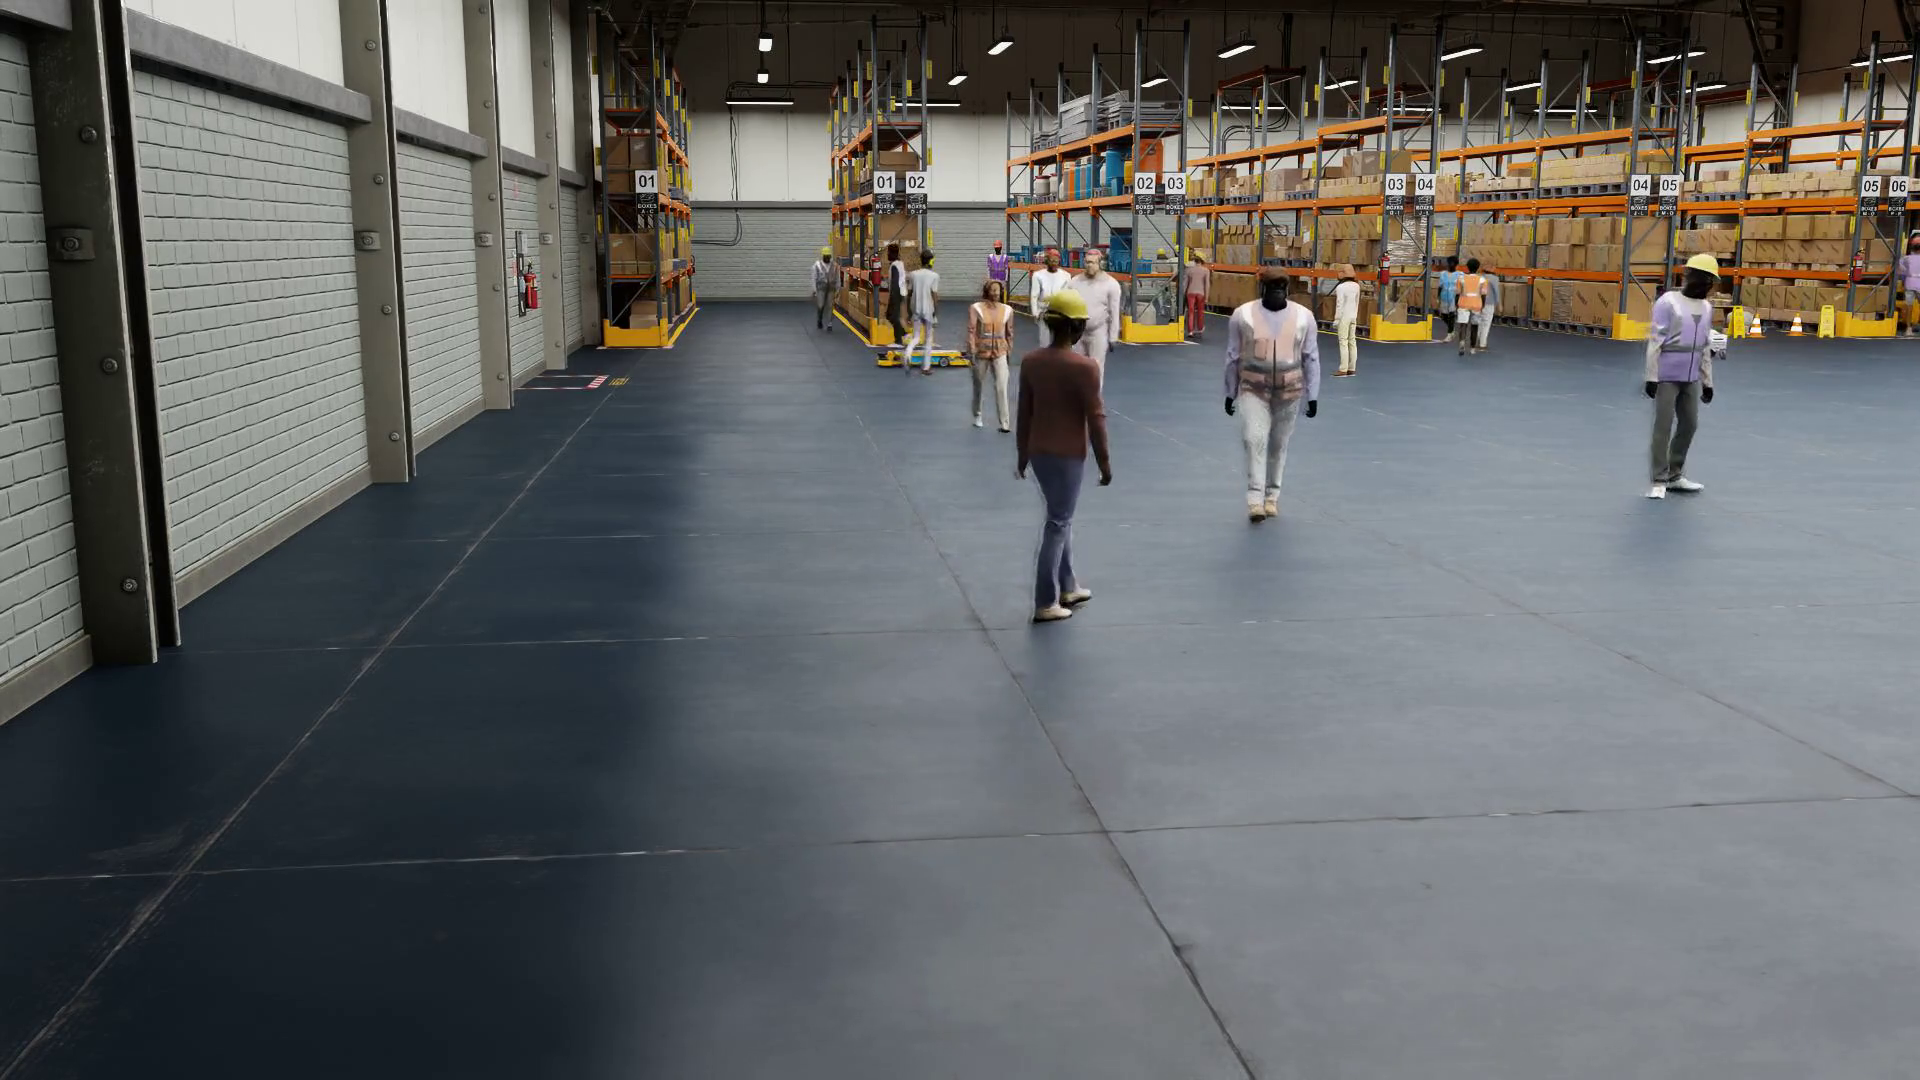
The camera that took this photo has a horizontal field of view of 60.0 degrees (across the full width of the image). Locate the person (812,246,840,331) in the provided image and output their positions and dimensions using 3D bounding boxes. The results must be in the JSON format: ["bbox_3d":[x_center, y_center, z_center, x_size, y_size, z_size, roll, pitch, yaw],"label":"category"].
[{"bbox_3d":[-2.873,-5.405,35.813,0.614,1.822,0.413,-3,11,-16],"label":"person"}]

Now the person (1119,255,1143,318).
[{"bbox_3d":[4.114,-6.253,40.151,0.627,1.940,0.377,-2,10,-10],"label":"person"}]

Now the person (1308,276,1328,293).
[{"bbox_3d":[10.486,-7.766,48.542,0.653,1.905,0.486,6,12,28],"label":"person"}]

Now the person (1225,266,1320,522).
[{"bbox_3d":[2.229,-1.020,11.810,0.660,1.807,0.872,1,10,3],"label":"person"}]

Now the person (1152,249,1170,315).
[{"bbox_3d":[5.234,-6.704,43.240,0.502,1.715,0.735,-2,11,-12],"label":"person"}]

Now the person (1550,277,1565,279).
[{"bbox_3d":[17.876,-7.866,49.373,0.680,1.808,0.471,4,11,23],"label":"person"}]

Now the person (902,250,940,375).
[{"bbox_3d":[-0.571,-3.289,24.185,0.553,1.839,0.731,5,11,24],"label":"person"}]

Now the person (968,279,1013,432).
[{"bbox_3d":[0.312,-1.957,17.555,0.514,1.595,0.869,-2,11,-11],"label":"person"}]

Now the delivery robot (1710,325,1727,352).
[{"bbox_3d":[12.457,-3.338,27.710,0.477,0.478,0.707,-1,10,-5],"label":"delivery robot"}]

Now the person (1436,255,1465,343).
[{"bbox_3d":[9.497,-4.661,32.112,0.542,1.680,0.632,8,13,38],"label":"person"}]

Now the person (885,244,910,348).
[{"bbox_3d":[-1.190,-4.468,30.468,0.457,1.898,0.611,1,10,5],"label":"person"}]

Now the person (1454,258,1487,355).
[{"bbox_3d":[8.728,-3.985,28.464,0.537,1.670,0.784,4,11,19],"label":"person"}]

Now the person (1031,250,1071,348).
[{"bbox_3d":[1.291,-3.181,23.590,0.578,1.834,0.964,0,10,1],"label":"person"}]

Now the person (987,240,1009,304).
[{"bbox_3d":[0.967,-6.678,42.484,0.552,1.937,0.356,0,10,2],"label":"person"}]

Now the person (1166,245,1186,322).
[{"bbox_3d":[5.165,-6.073,39.454,0.588,1.835,0.403,0,10,1],"label":"person"}]

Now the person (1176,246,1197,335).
[{"bbox_3d":[4.734,-5.167,34.456,0.516,1.843,0.327,-1,10,-7],"label":"person"}]

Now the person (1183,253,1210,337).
[{"bbox_3d":[4.796,-4.983,33.855,0.572,1.698,1.006,2,10,10],"label":"person"}]

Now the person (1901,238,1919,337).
[{"bbox_3d":[19.447,-5.123,33.806,0.612,1.992,0.980,8,13,38],"label":"person"}]

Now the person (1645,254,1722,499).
[{"bbox_3d":[5.609,-1.269,12.990,0.695,1.886,0.378,-5,11,-24],"label":"person"}]

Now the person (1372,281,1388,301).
[{"bbox_3d":[10.992,-6.796,43.394,0.508,1.845,0.728,-1,10,-6],"label":"person"}]

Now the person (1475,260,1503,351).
[{"bbox_3d":[9.426,-4.180,29.674,0.375,1.621,0.505,-4,11,-23],"label":"person"}]

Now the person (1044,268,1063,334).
[{"bbox_3d":[1.914,-5.131,34.892,0.518,1.619,0.624,-2,11,-13],"label":"person"}]

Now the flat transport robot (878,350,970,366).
[{"bbox_3d":[-0.579,-2.875,26.210,1.431,0.197,0.652,0,10,-2],"label":"flat transport robot"}]

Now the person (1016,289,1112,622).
[{"bbox_3d":[0.613,-0.454,8.871,0.710,1.741,0.548,-9,14,-42],"label":"person"}]

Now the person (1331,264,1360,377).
[{"bbox_3d":[5.612,-3.192,24.204,0.498,1.634,0.278,-9,14,-41],"label":"person"}]

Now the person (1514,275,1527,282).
[{"bbox_3d":[16.987,-8.167,50.631,0.867,1.950,0.621,0,10,-2],"label":"person"}]

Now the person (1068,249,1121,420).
[{"bbox_3d":[1.478,-2.304,18.615,0.669,1.893,0.535,6,12,29],"label":"person"}]
